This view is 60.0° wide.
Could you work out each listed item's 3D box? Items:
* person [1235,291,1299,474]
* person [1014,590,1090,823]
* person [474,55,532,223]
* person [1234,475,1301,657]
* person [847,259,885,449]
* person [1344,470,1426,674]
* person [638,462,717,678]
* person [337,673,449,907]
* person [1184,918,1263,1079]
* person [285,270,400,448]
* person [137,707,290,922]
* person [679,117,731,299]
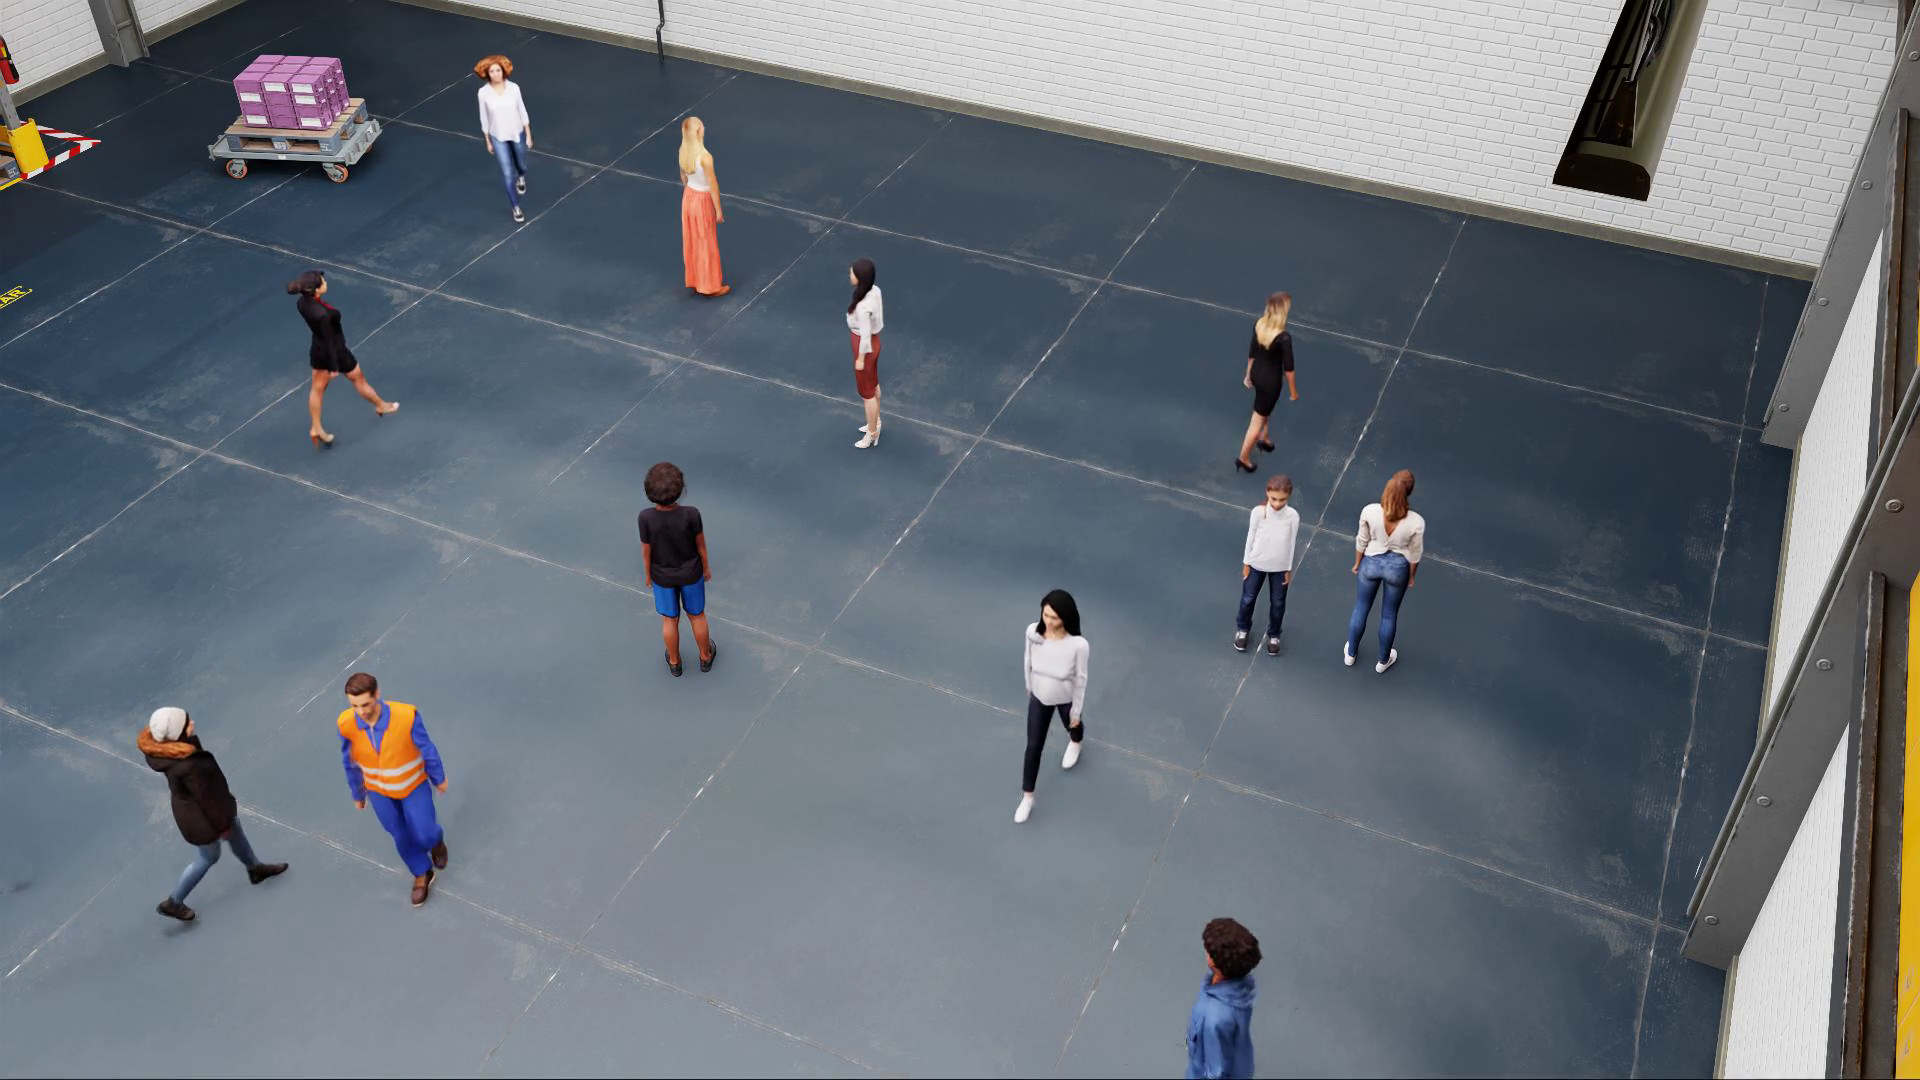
[{"bbox_3d":[2.430,-1.246,13.591,0.854,1.658,0.785,-15,41,-18],"label":"person"},{"bbox_3d":[0.674,0.971,10.817,0.646,1.655,1.101,14,41,17],"label":"person"},{"bbox_3d":[-4.723,-4.241,17.319,1.052,1.686,1.105,-13,41,-16],"label":"person"},{"bbox_3d":[2.223,0.154,11.921,0.567,1.554,0.583,5,39,7],"label":"person"},{"bbox_3d":[-0.783,-1.563,13.913,0.714,1.751,0.555,4,39,5],"label":"person"},{"bbox_3d":[2.987,0.220,11.706,0.609,1.720,0.531,15,41,18],"label":"person"},{"bbox_3d":[-1.984,0.217,11.646,0.715,1.798,0.751,-7,39,-8],"label":"person"},{"bbox_3d":[-3.393,1.430,10.085,0.881,1.851,0.931,-4,39,-5],"label":"person"},{"bbox_3d":[1.369,2.732,8.515,0.831,1.777,0.763,11,40,14],"label":"person"},{"bbox_3d":[-5.345,-1.482,13.937,0.698,1.594,1.069,25,45,28],"label":"person"},{"bbox_3d":[-4.634,1.657,9.995,1.125,1.608,0.943,-23,44,-26],"label":"person"},{"bbox_3d":[-2.493,-3.181,15.899,0.709,1.802,0.695,32,48,33],"label":"person"}]
